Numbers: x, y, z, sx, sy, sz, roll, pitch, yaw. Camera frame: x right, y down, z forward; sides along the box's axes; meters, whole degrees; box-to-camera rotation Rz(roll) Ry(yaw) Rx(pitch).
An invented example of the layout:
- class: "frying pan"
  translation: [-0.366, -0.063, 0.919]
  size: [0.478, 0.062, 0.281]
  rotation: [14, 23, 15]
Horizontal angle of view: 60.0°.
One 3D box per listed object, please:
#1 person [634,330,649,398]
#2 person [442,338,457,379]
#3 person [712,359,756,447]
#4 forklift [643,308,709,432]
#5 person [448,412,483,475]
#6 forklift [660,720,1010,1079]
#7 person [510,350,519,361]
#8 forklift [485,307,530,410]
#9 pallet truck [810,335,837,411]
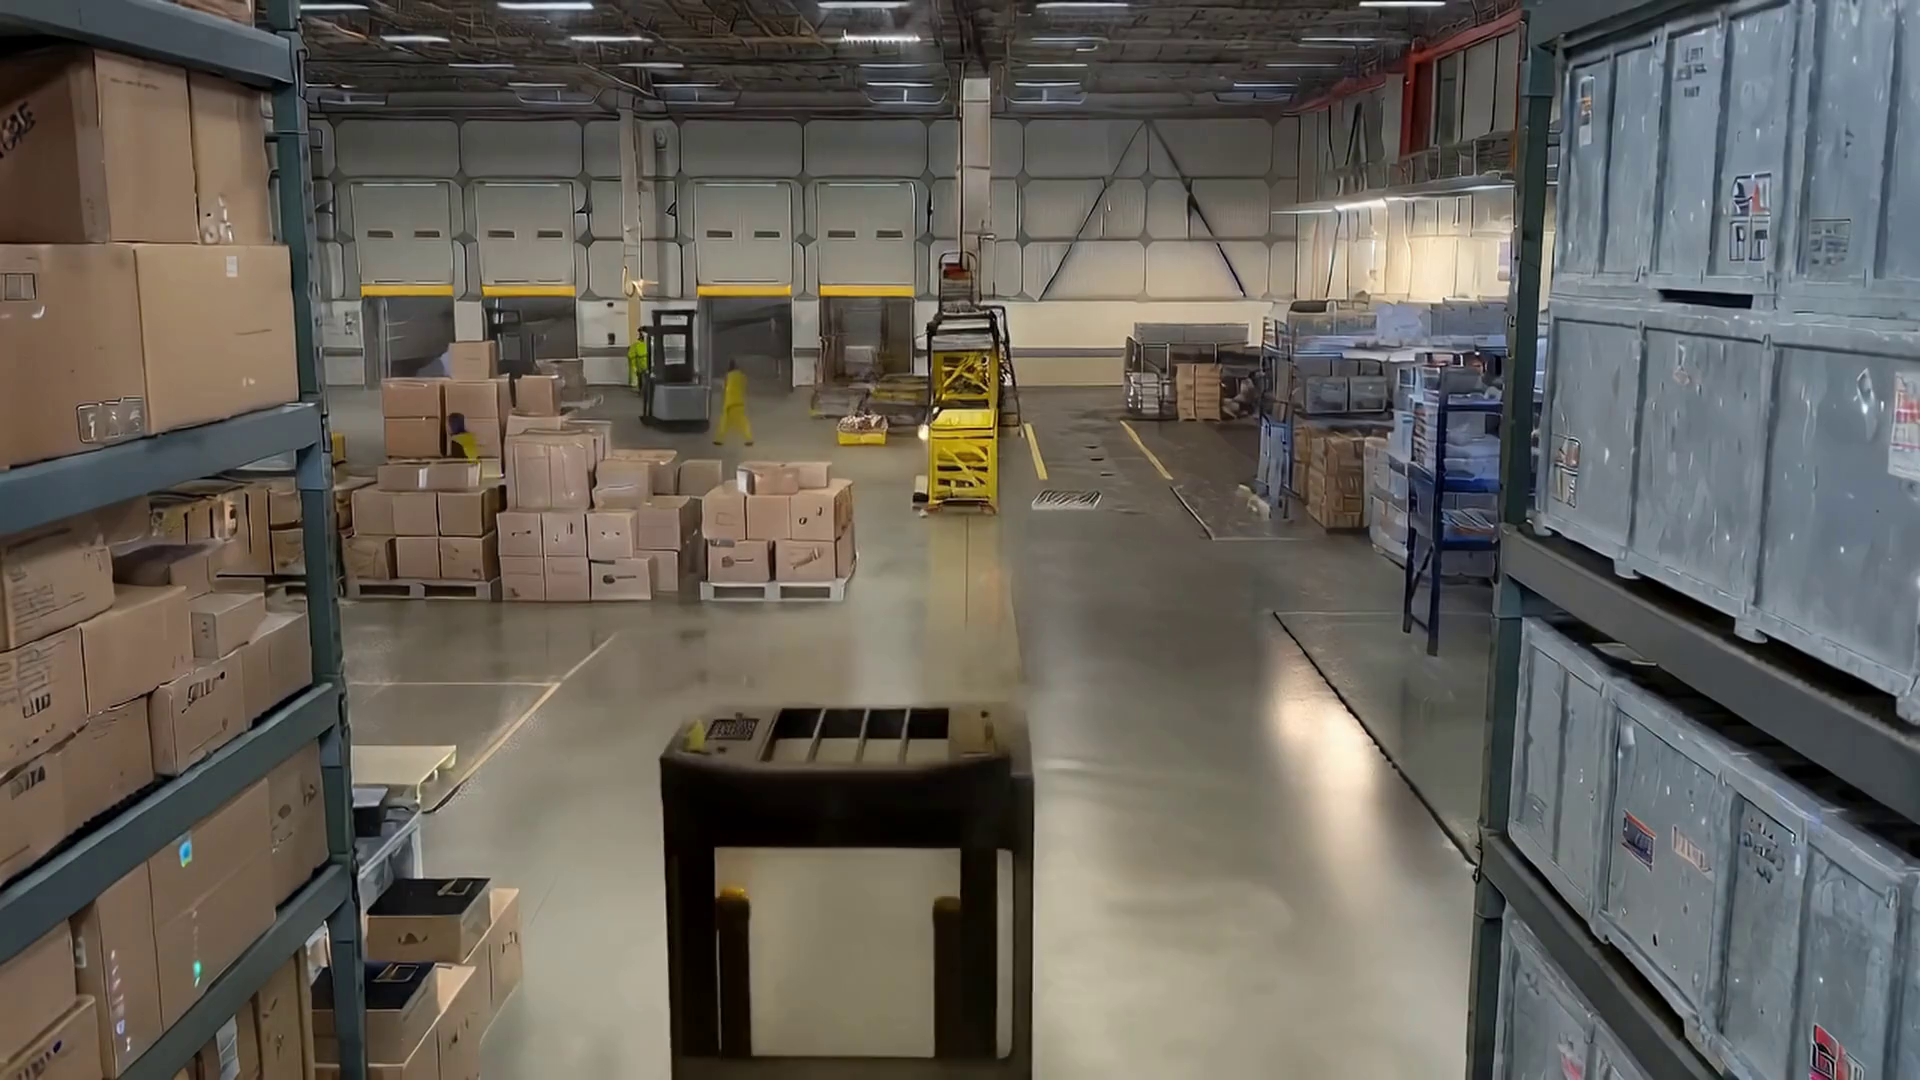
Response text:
- class: "person"
  translation: [-9.034, -4.999, 47.307]
  size: [0.542, 1.929, 0.395]
  rotation: [3, 10, 16]
- class: "person"
  translation: [-12.985, -4.203, 42.686]
  size: [0.627, 1.934, 0.370]
  rotation: [6, 11, 30]
- class: "person"
  translation: [-4.780, -2.896, 35.289]
  size: [1.049, 1.888, 0.643]
  rotation: [4, 11, 24]
- class: "forklift"
  translation: [-6.623, -3.980, 38.665]
  size: [1.129, 2.768, 1.873]
  rotation: [-5, 11, -25]
- class: "person"
  translation: [-7.020, -0.873, 23.572]
  size: [0.482, 1.890, 0.626]
  rotation: [1, 10, 3]
- class: "forklift"
  translation: [-0.328, 1.897, 4.755]
  size: [1.129, 2.768, 1.873]
  rotation: [0, 10, 1]
- class: "person"
  translation: [-11.536, -4.102, 42.999]
  size: [0.664, 1.614, 0.552]
  rotation: [4, 11, 24]
- class: "forklift"
  translation: [-10.754, -4.150, 39.646]
  size: [1.129, 2.768, 1.873]
  rotation: [0, 10, 1]
- class: "pallet truck"
  translation: [-3.021, -4.312, 43.126]
  size: [1.885, 1.965, 0.823]
  rotation: [3, 10, 17]
